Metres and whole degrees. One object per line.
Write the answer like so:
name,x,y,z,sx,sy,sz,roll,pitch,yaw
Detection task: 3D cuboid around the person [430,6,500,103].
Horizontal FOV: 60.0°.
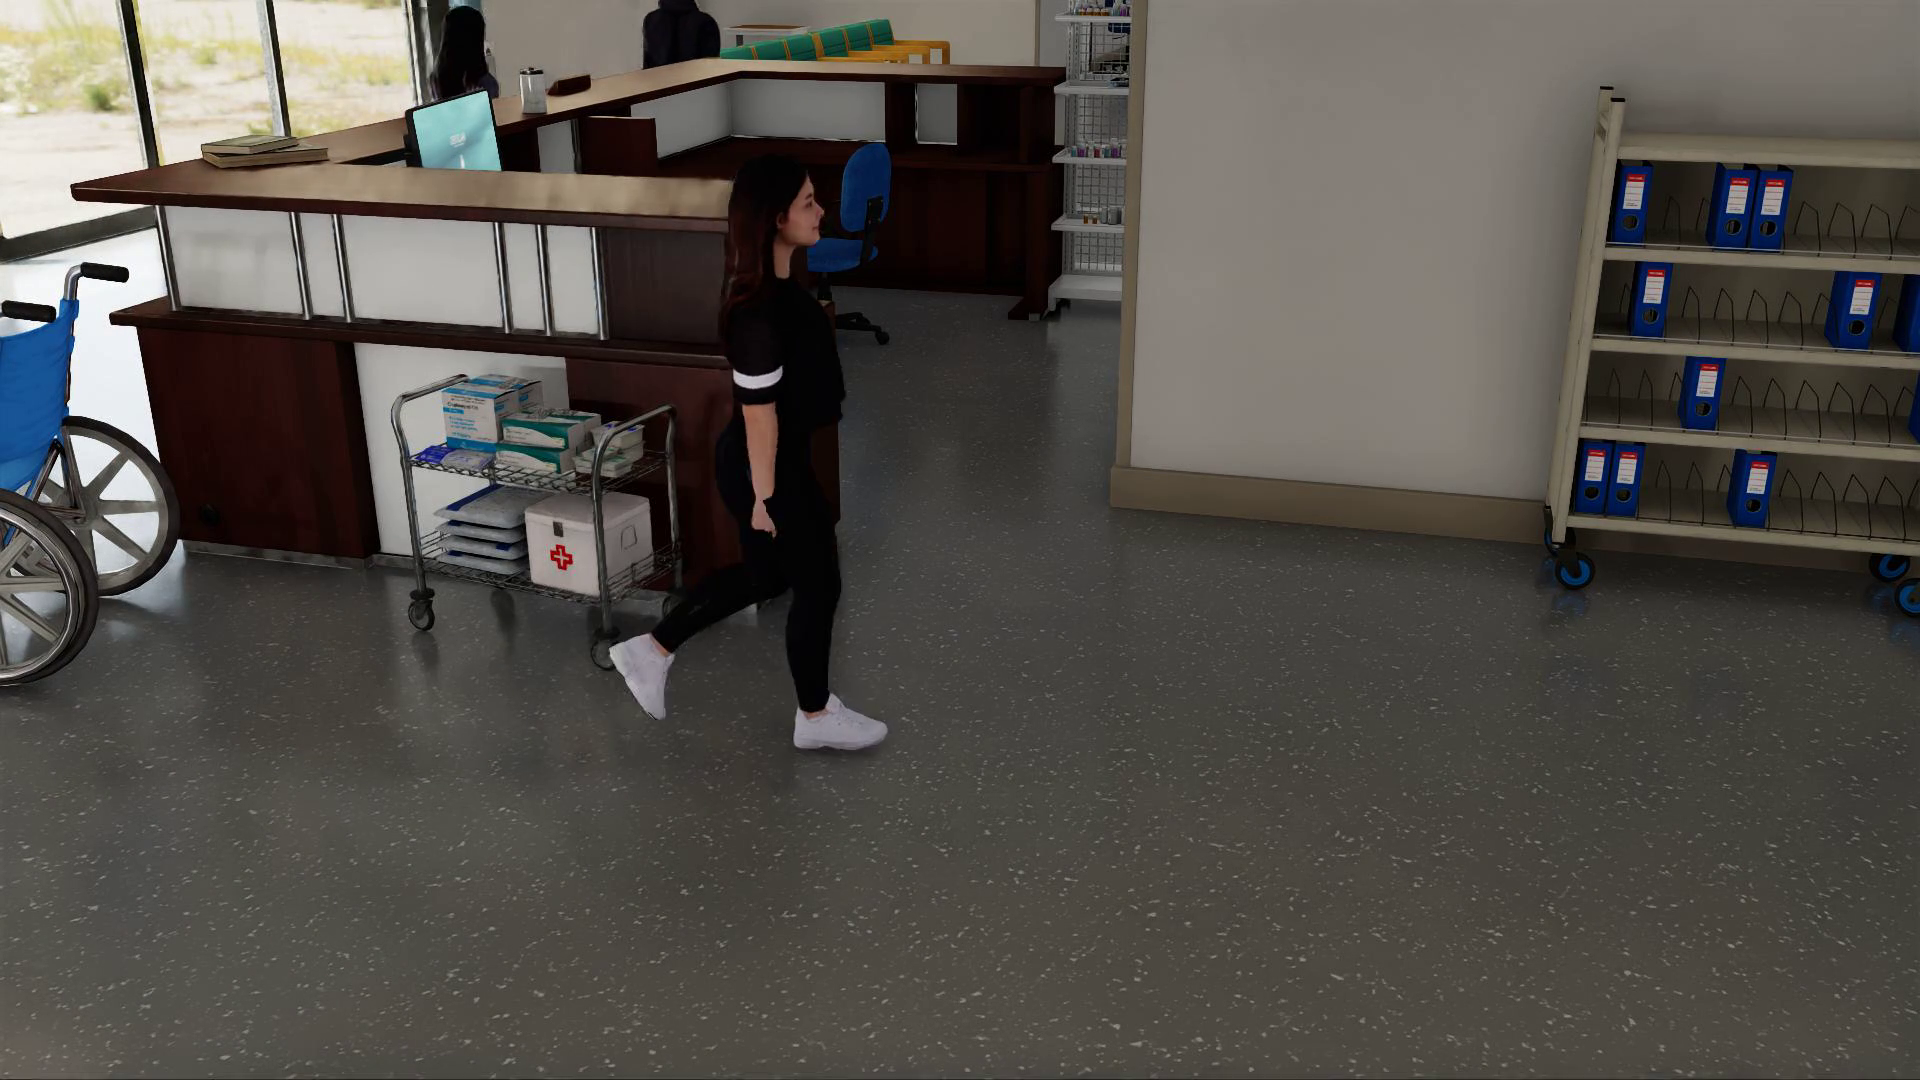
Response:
person,-2.741,-2.022,9.146,1.059,1.664,0.665,6,21,14

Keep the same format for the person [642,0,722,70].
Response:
person,-1.840,-2.799,10.899,0.595,1.876,0.746,7,22,17

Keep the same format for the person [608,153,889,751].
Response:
person,-0.565,-0.169,4.319,1.056,1.617,0.826,-2,21,-4
